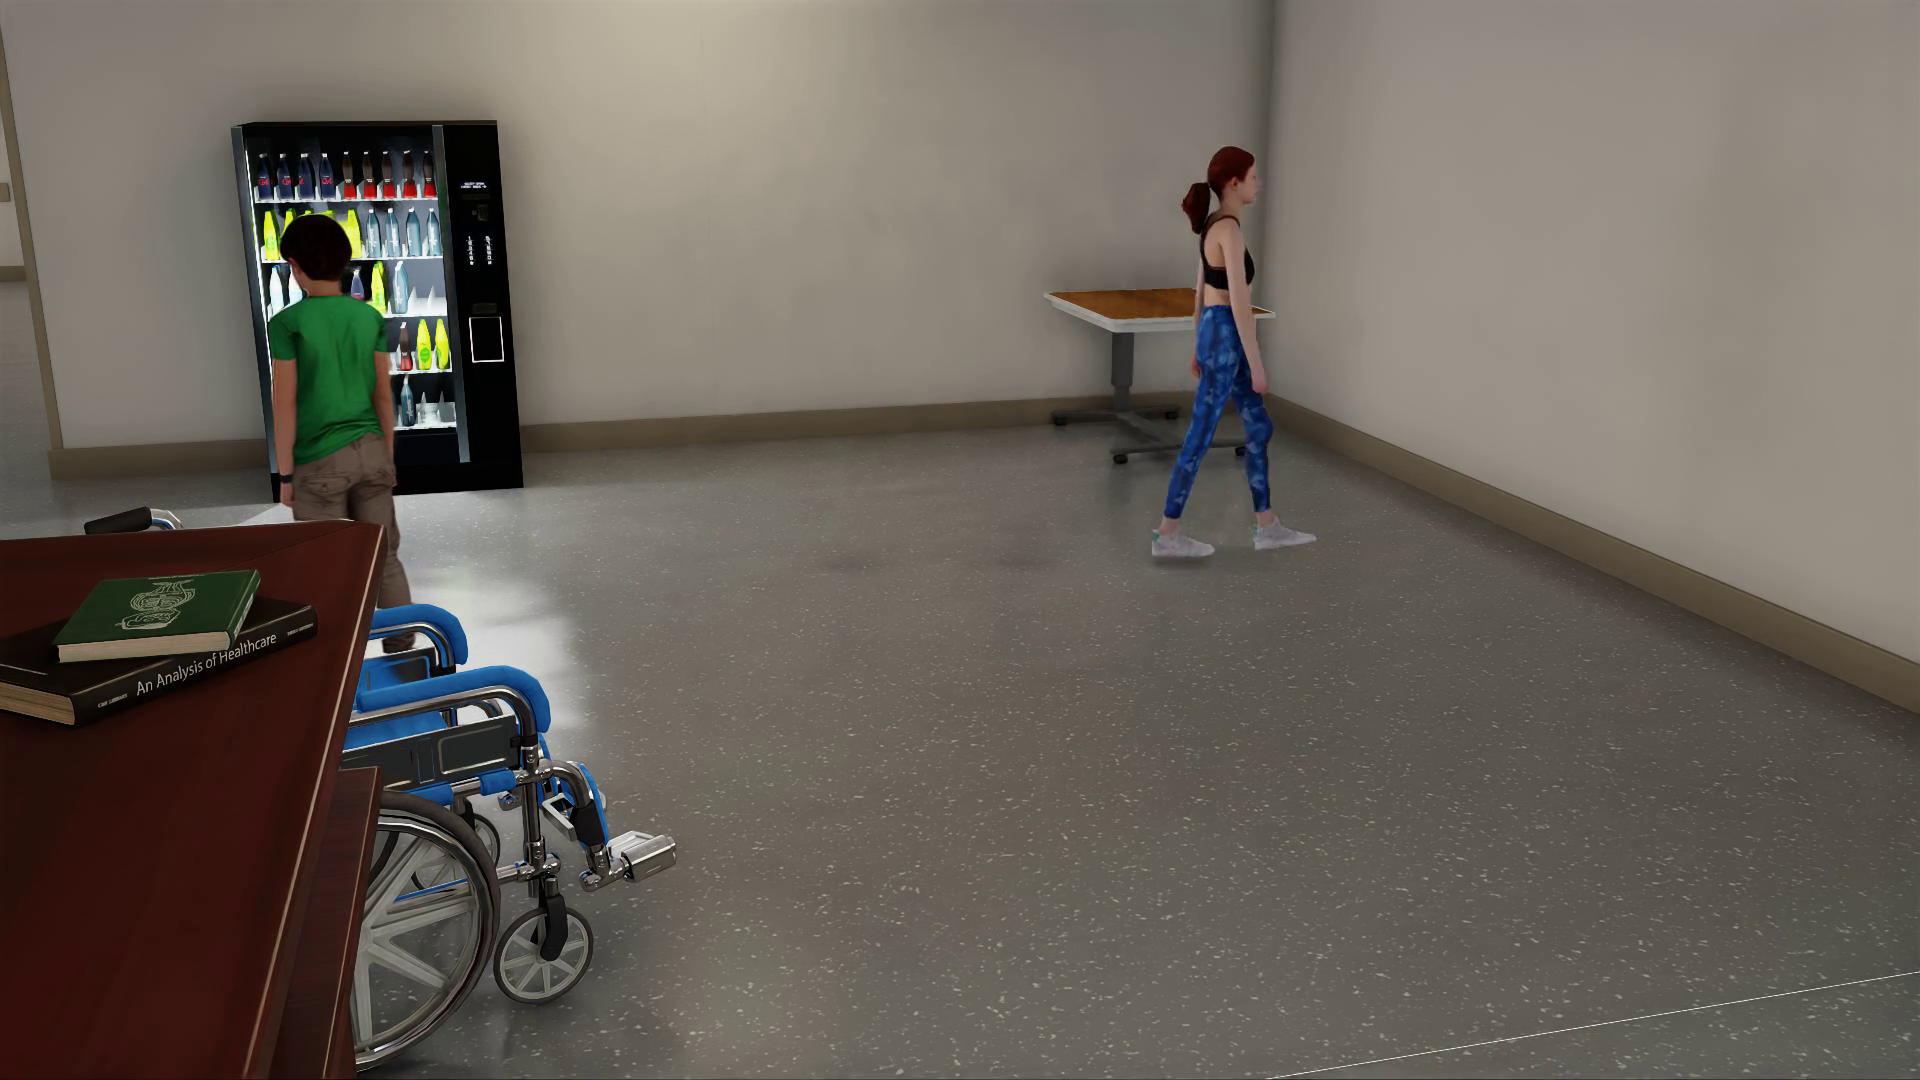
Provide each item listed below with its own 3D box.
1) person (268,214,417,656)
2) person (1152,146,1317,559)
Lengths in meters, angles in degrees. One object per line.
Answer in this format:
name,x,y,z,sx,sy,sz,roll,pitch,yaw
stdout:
person,-2.027,-0.238,5.469,0.715,1.649,0.633,12,20,37
person,1.019,-0.743,7.062,1.009,1.757,0.721,0,16,0
